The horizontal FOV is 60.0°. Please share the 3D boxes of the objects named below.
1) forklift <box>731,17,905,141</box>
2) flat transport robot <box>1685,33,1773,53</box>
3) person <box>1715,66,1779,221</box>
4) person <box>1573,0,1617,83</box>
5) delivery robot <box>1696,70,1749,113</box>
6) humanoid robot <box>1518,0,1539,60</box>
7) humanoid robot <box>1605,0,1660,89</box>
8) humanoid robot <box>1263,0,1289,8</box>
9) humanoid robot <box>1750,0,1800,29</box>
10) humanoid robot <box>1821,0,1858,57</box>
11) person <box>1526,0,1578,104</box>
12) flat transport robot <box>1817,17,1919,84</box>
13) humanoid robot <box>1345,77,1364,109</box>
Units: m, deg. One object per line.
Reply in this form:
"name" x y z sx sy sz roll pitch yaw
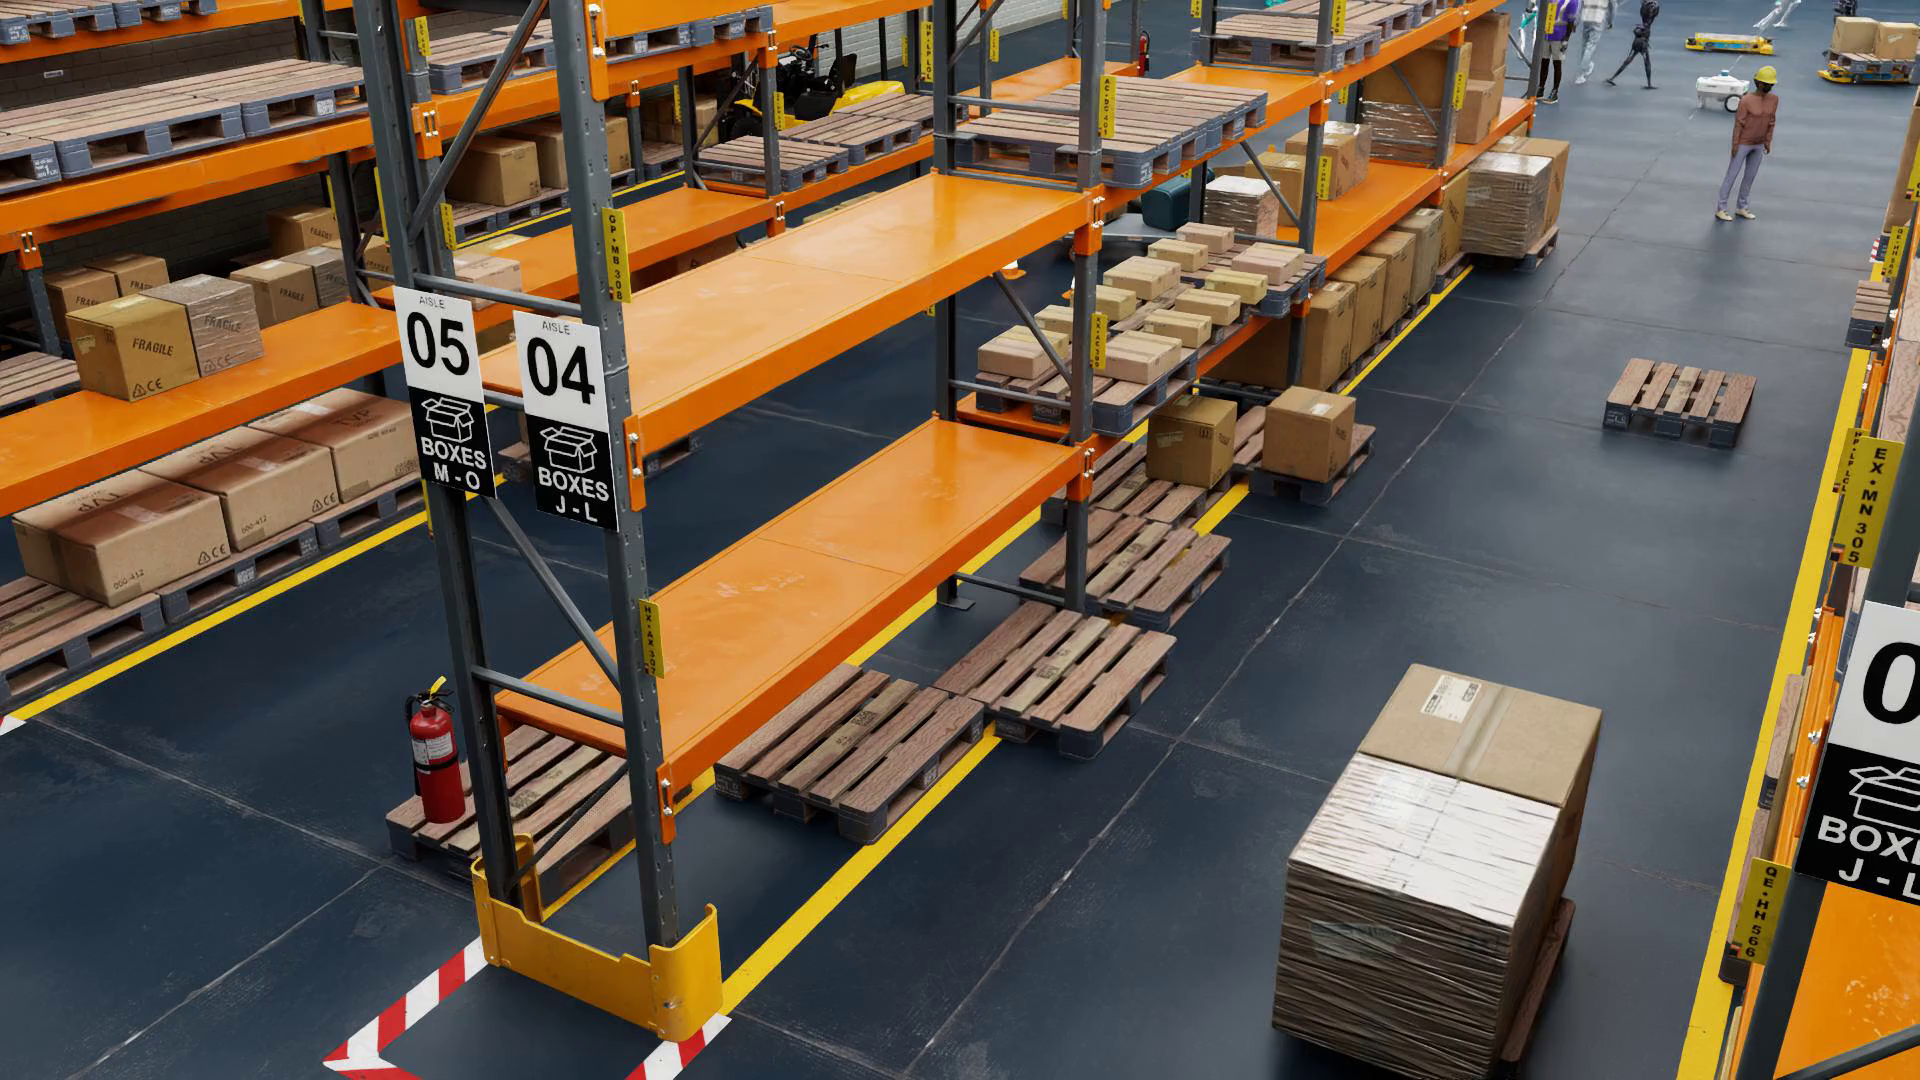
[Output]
"forklift" -1.819 -5.975 21.543 2.313 2.155 1.214 14 29 26
"flat transport robot" 13.815 -8.916 29.869 1.431 0.231 0.659 10 27 20
"person" 9.072 -4.536 19.059 0.516 1.759 0.343 -7 27 -15
"person" 10.328 -8.426 27.012 0.587 1.860 1.029 19 32 35
"delivery robot" 11.517 -6.757 25.074 0.785 0.613 0.518 14 29 27
"humanoid robot" 9.984 -9.226 28.802 0.545 1.759 0.697 -3 26 -6
"humanoid robot" 10.820 -8.010 26.451 0.837 1.629 0.600 6 26 13
"humanoid robot" 5.826 -10.114 30.714 0.669 1.851 0.539 -12 28 -24
"humanoid robot" 15.703 -10.603 31.698 0.882 1.778 0.545 0 26 -1
"humanoid robot" 15.147 -9.023 28.476 0.585 1.645 0.387 -21 33 -37
"person" 9.041 -7.664 25.312 0.368 1.966 0.605 -14 29 -27
"flat transport robot" 14.885 -7.626 27.187 1.431 0.231 0.659 2 26 5
"humanoid robot" 5.941 -7.189 24.651 0.327 1.655 0.590 -2 26 -4
